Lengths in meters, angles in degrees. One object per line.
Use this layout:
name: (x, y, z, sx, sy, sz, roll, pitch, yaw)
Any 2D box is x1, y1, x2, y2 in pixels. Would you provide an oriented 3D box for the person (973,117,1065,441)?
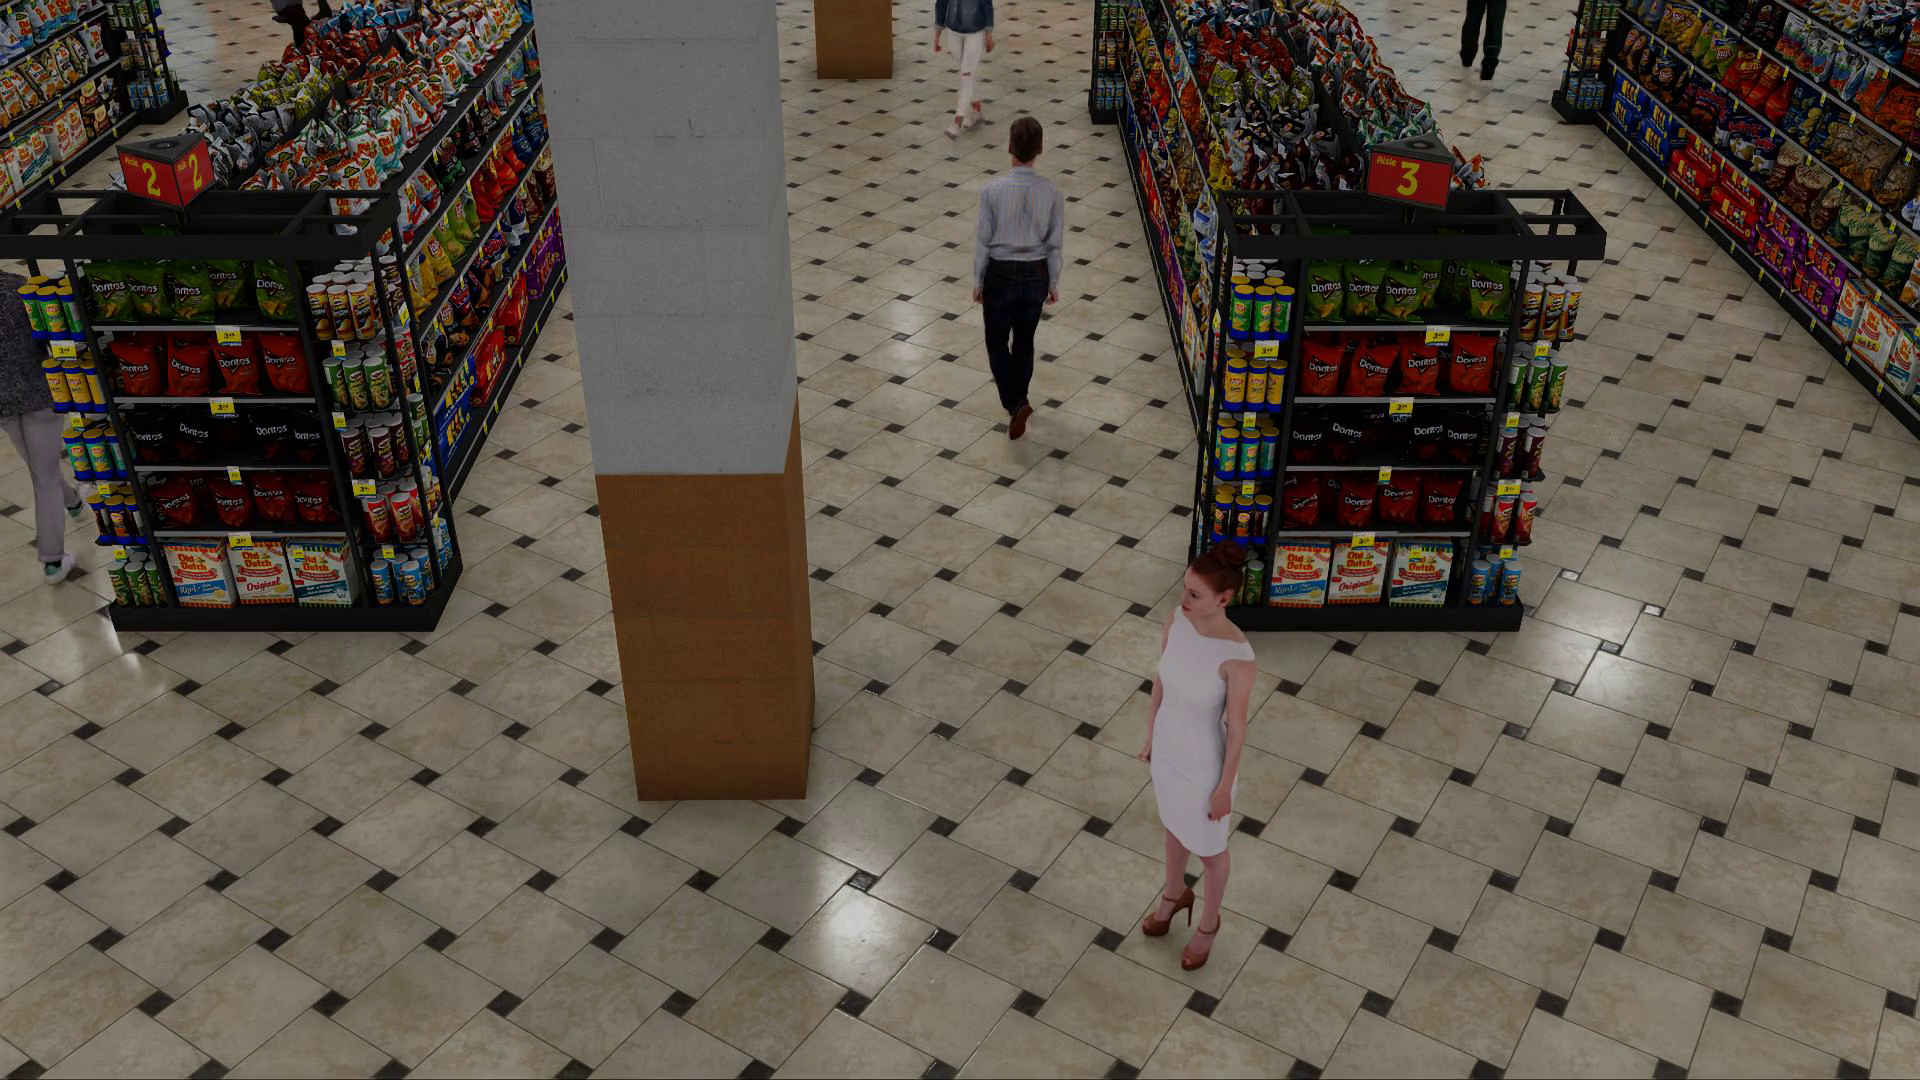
person: (0.315, -1.405, 9.179, 0.742, 1.798, 1.088, -4, 32, -6)

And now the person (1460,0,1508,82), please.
person: (4.838, -5.061, 15.056, 0.796, 1.798, 1.236, 4, 32, 6)

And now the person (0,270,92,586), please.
person: (-4.502, -0.625, 7.919, 0.782, 1.806, 1.101, -3, 32, -5)

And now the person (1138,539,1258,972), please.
person: (0.821, 0.762, 5.701, 0.713, 1.794, 0.610, -19, 37, -28)

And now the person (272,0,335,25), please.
person: (-6.678, -5.932, 16.933, 0.888, 1.293, 0.835, -27, 41, -37)

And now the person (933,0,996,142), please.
person: (0.089, -4.194, 13.786, 0.958, 1.668, 1.162, 16, 35, 23)
